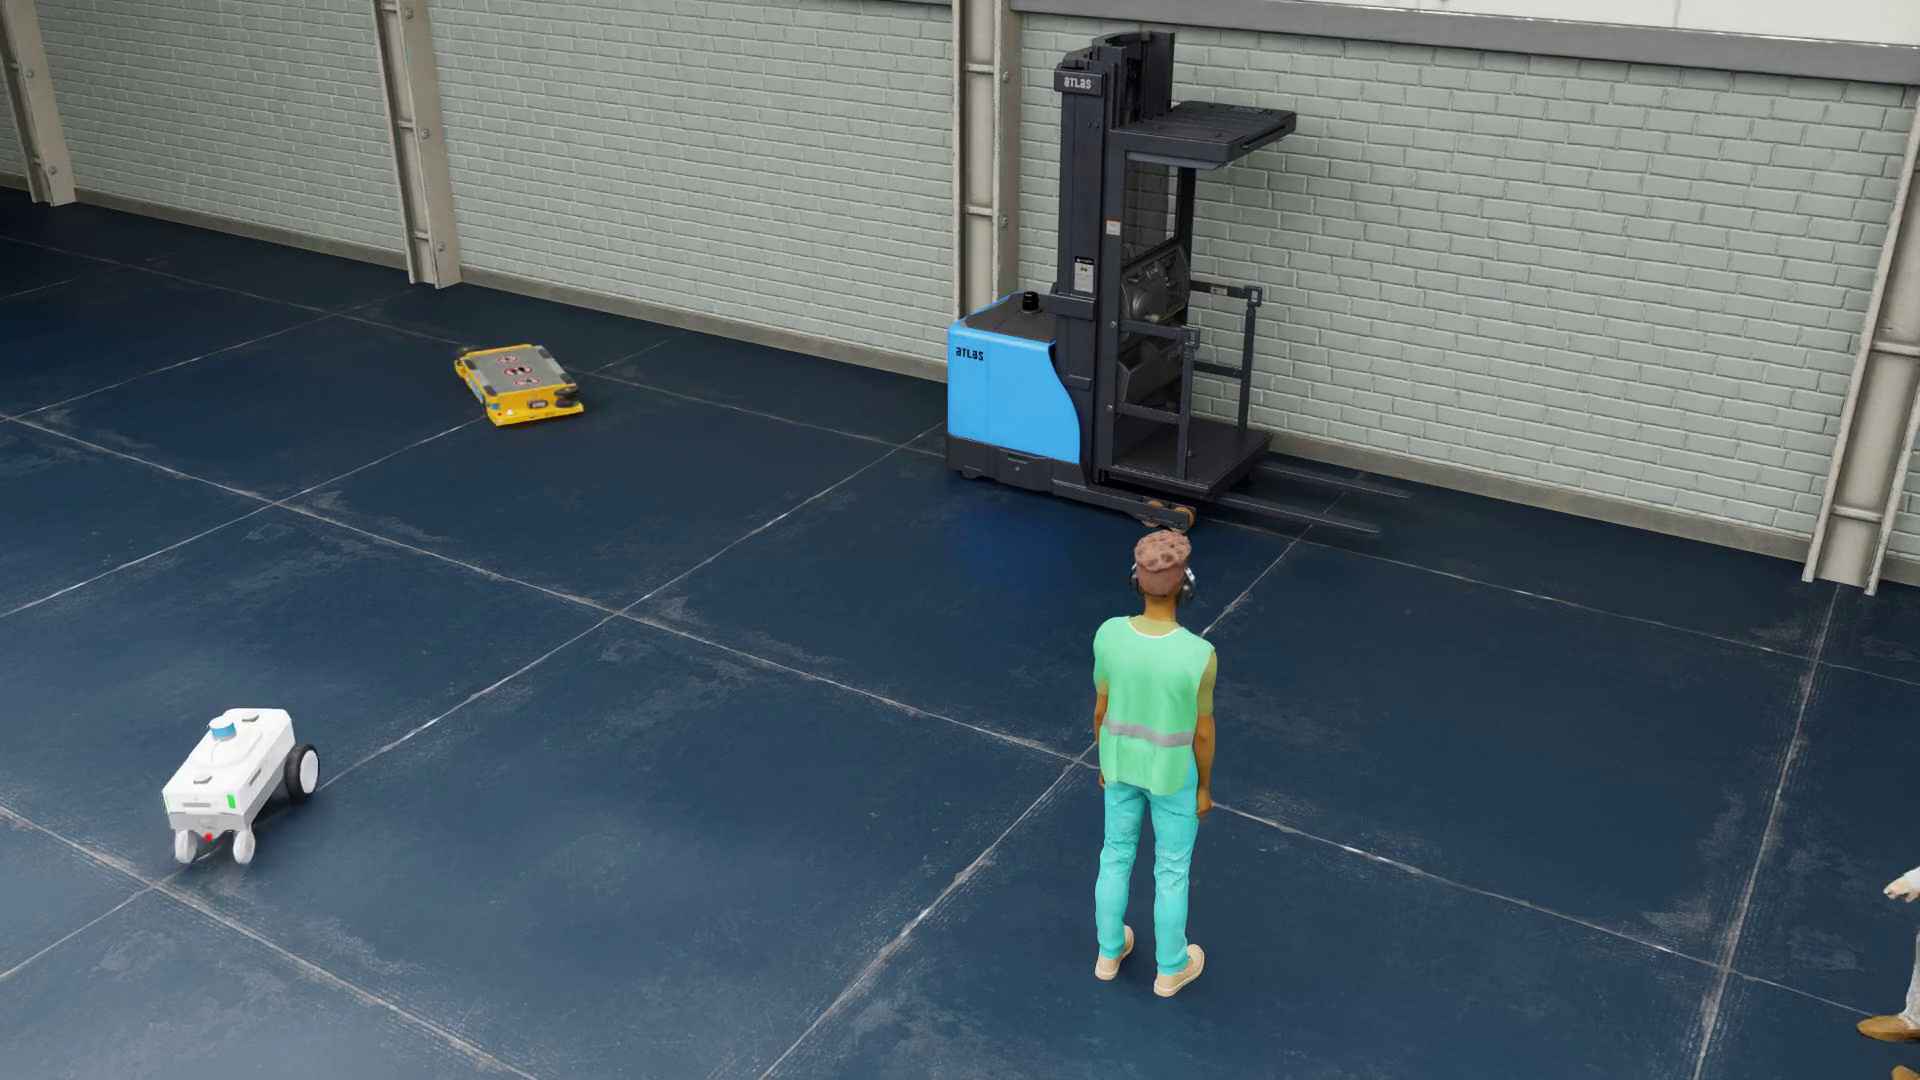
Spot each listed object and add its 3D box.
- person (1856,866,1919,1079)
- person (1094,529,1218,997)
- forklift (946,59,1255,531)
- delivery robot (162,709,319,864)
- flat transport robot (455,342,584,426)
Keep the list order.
[{"bbox_3d":[3.608,1.184,5.892,0.486,1.862,0.559,13,28,26],"label":"person"},{"bbox_3d":[0.735,0.886,6.390,0.483,1.978,0.405,12,28,24],"label":"person"},{"bbox_3d":[0.933,-1.707,10.833,1.873,2.768,1.129,15,29,28],"label":"forklift"},{"bbox_3d":[-3.329,1.084,7.640,0.499,0.602,0.801,1,25,1],"label":"delivery robot"},{"bbox_3d":[-3.429,-1.229,12.858,0.659,0.231,1.431,-12,28,-24],"label":"flat transport robot"}]
